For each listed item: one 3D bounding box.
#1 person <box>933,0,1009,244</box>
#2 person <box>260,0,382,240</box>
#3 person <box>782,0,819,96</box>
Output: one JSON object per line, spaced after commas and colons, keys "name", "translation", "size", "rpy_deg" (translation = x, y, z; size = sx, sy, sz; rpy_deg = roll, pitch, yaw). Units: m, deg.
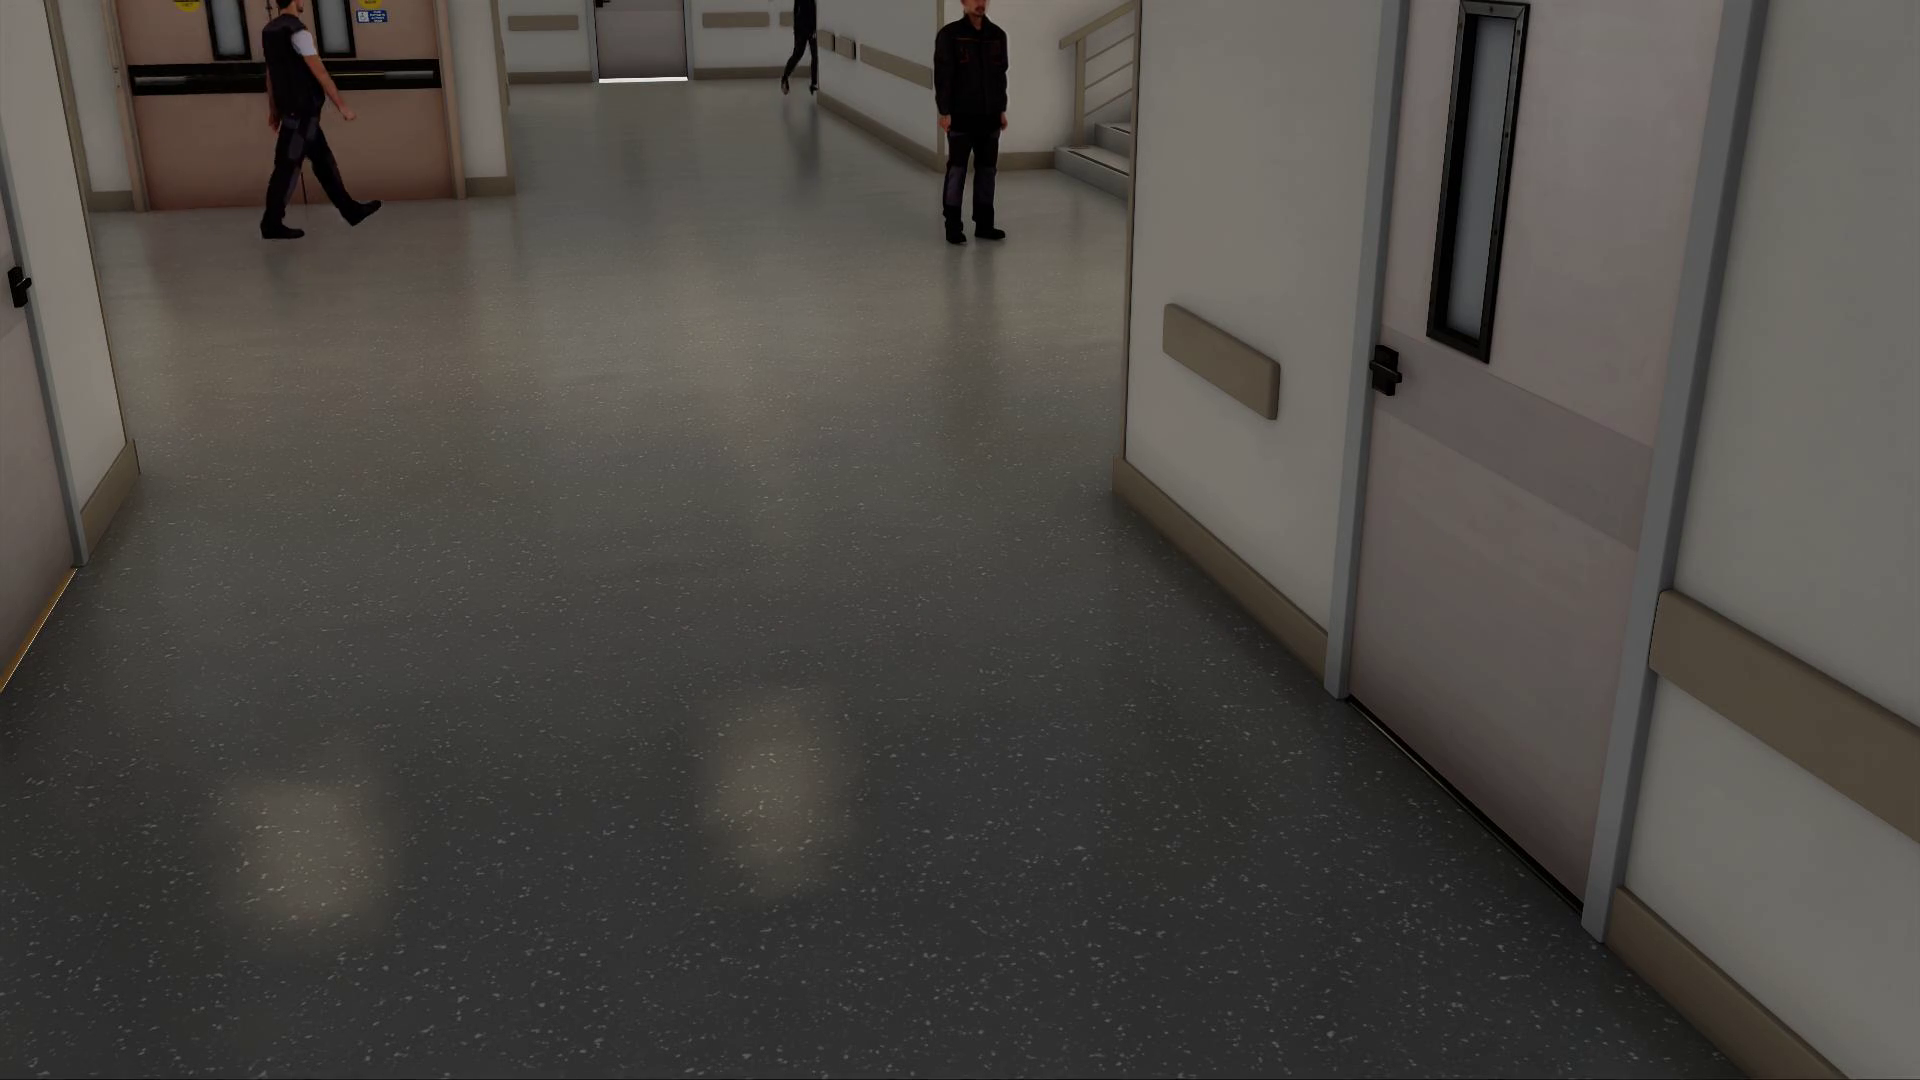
{"name": "person", "translation": [0.089, -3.096, 11.911], "size": [0.668, 1.869, 0.886], "rpy_deg": [-12, 24, -28]}
{"name": "person", "translation": [-4.779, -3.000, 11.766], "size": [1.280, 1.794, 1.032], "rpy_deg": [-18, 27, -39]}
{"name": "person", "translation": [-1.981, -6.383, 20.903], "size": [1.017, 1.648, 1.167], "rpy_deg": [15, 26, 35]}
